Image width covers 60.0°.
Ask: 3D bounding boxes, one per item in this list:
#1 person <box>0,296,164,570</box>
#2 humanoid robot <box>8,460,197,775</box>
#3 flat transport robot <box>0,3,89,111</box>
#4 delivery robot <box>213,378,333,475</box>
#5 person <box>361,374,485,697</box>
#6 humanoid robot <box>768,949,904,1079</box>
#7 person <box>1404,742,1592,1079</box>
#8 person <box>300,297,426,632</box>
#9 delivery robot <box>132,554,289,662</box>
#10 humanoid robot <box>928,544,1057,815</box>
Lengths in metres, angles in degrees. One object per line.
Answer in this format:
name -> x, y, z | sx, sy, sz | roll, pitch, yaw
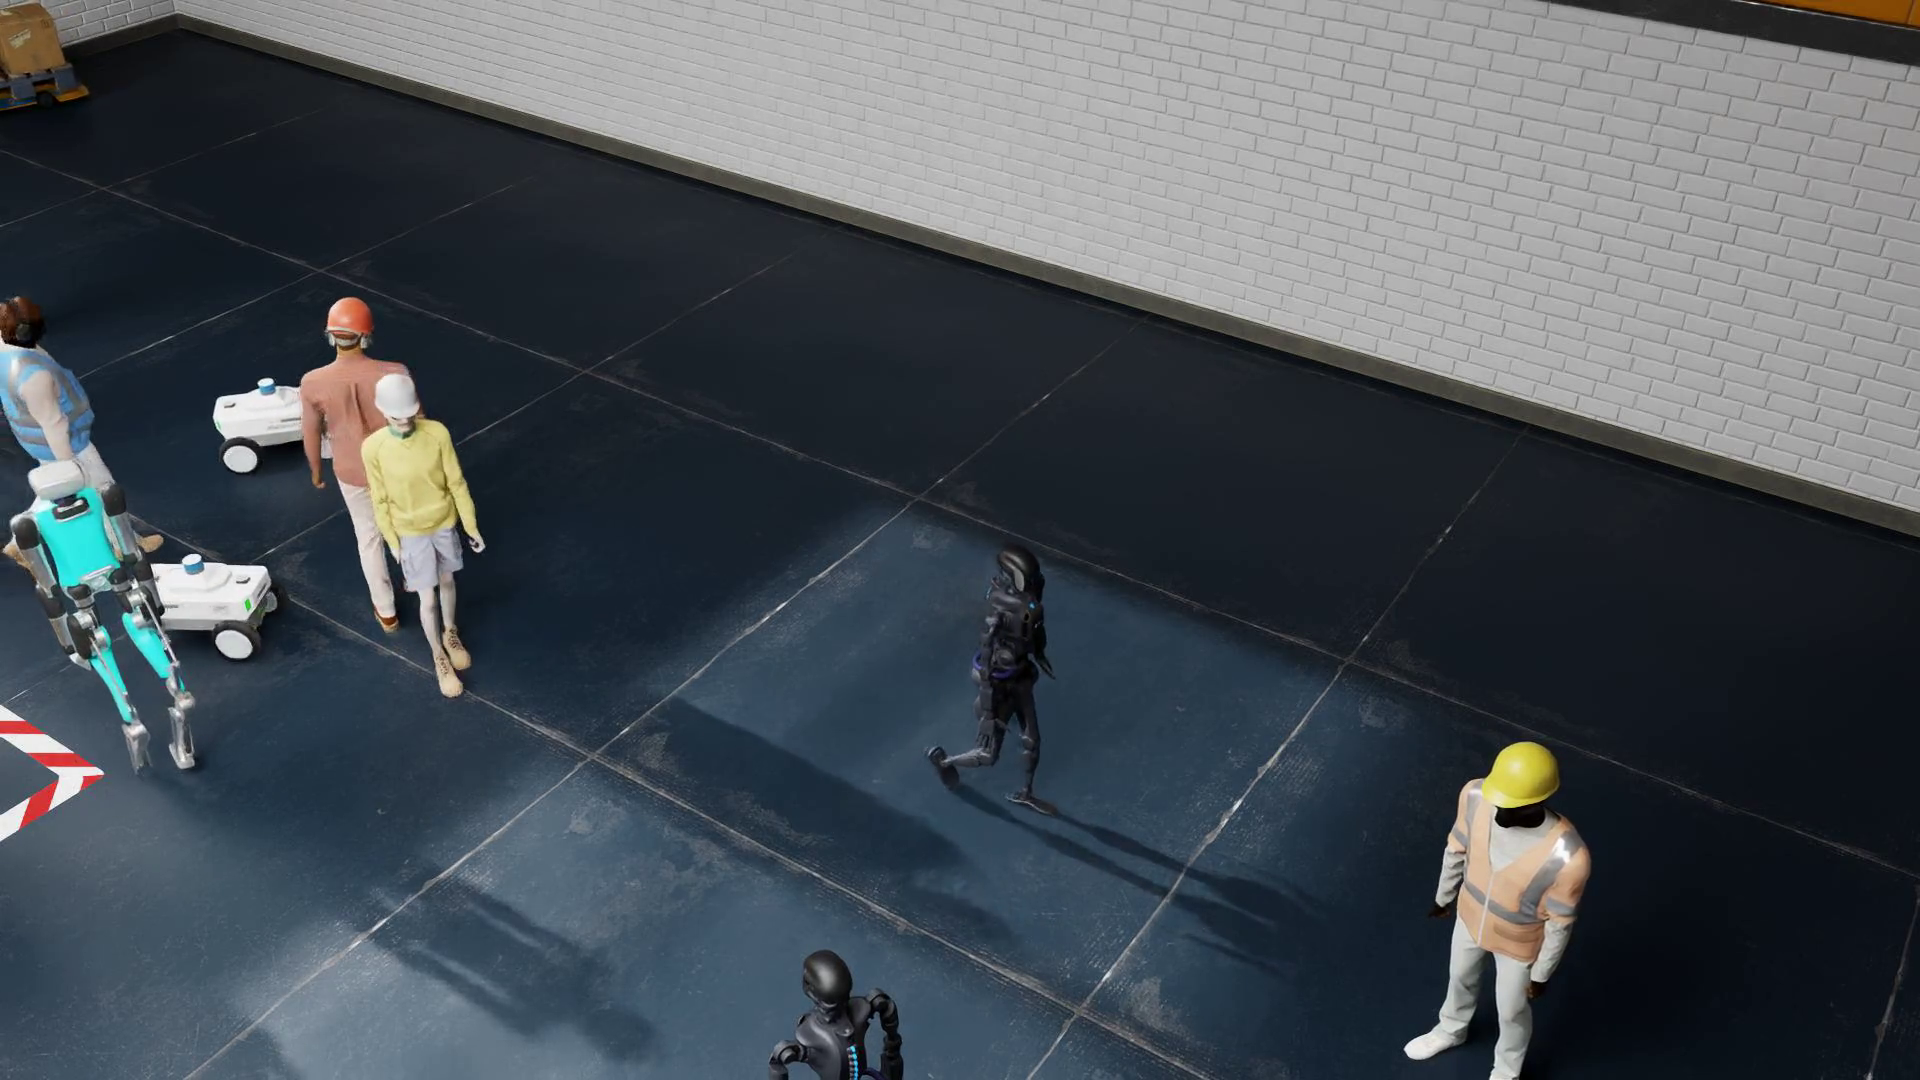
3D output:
person -> -5.355, -0.577, 9.744 | 0.783, 1.820, 0.640 | -29, 44, -35
humanoid robot -> -4.136, 0.520, 8.294 | 0.848, 1.815, 0.536 | 29, 44, 34
flat transport robot -> -9.571, -4.463, 16.641 | 1.431, 0.231, 0.659 | -23, 41, -30
delivery robot -> -4.597, -0.801, 11.153 | 0.790, 0.589, 0.499 | -8, 36, -12
person -> -2.804, -0.016, 8.887 | 0.495, 1.874, 0.666 | -20, 40, -26
humanoid robot -> -0.428, 2.117, 6.009 | 0.608, 1.649, 0.324 | -25, 42, -31
person -> 2.132, 1.539, 6.638 | 0.415, 1.914, 0.600 | -23, 41, -30
person -> -3.326, -0.450, 9.441 | 0.724, 1.946, 0.774 | -9, 36, -13
delivery robot -> -4.302, 0.355, 9.514 | 0.807, 0.603, 0.499 | 1, 35, 2
humanoid robot -> 0.183, 0.648, 8.130 | 0.617, 1.636, 0.612 | 19, 39, 25
